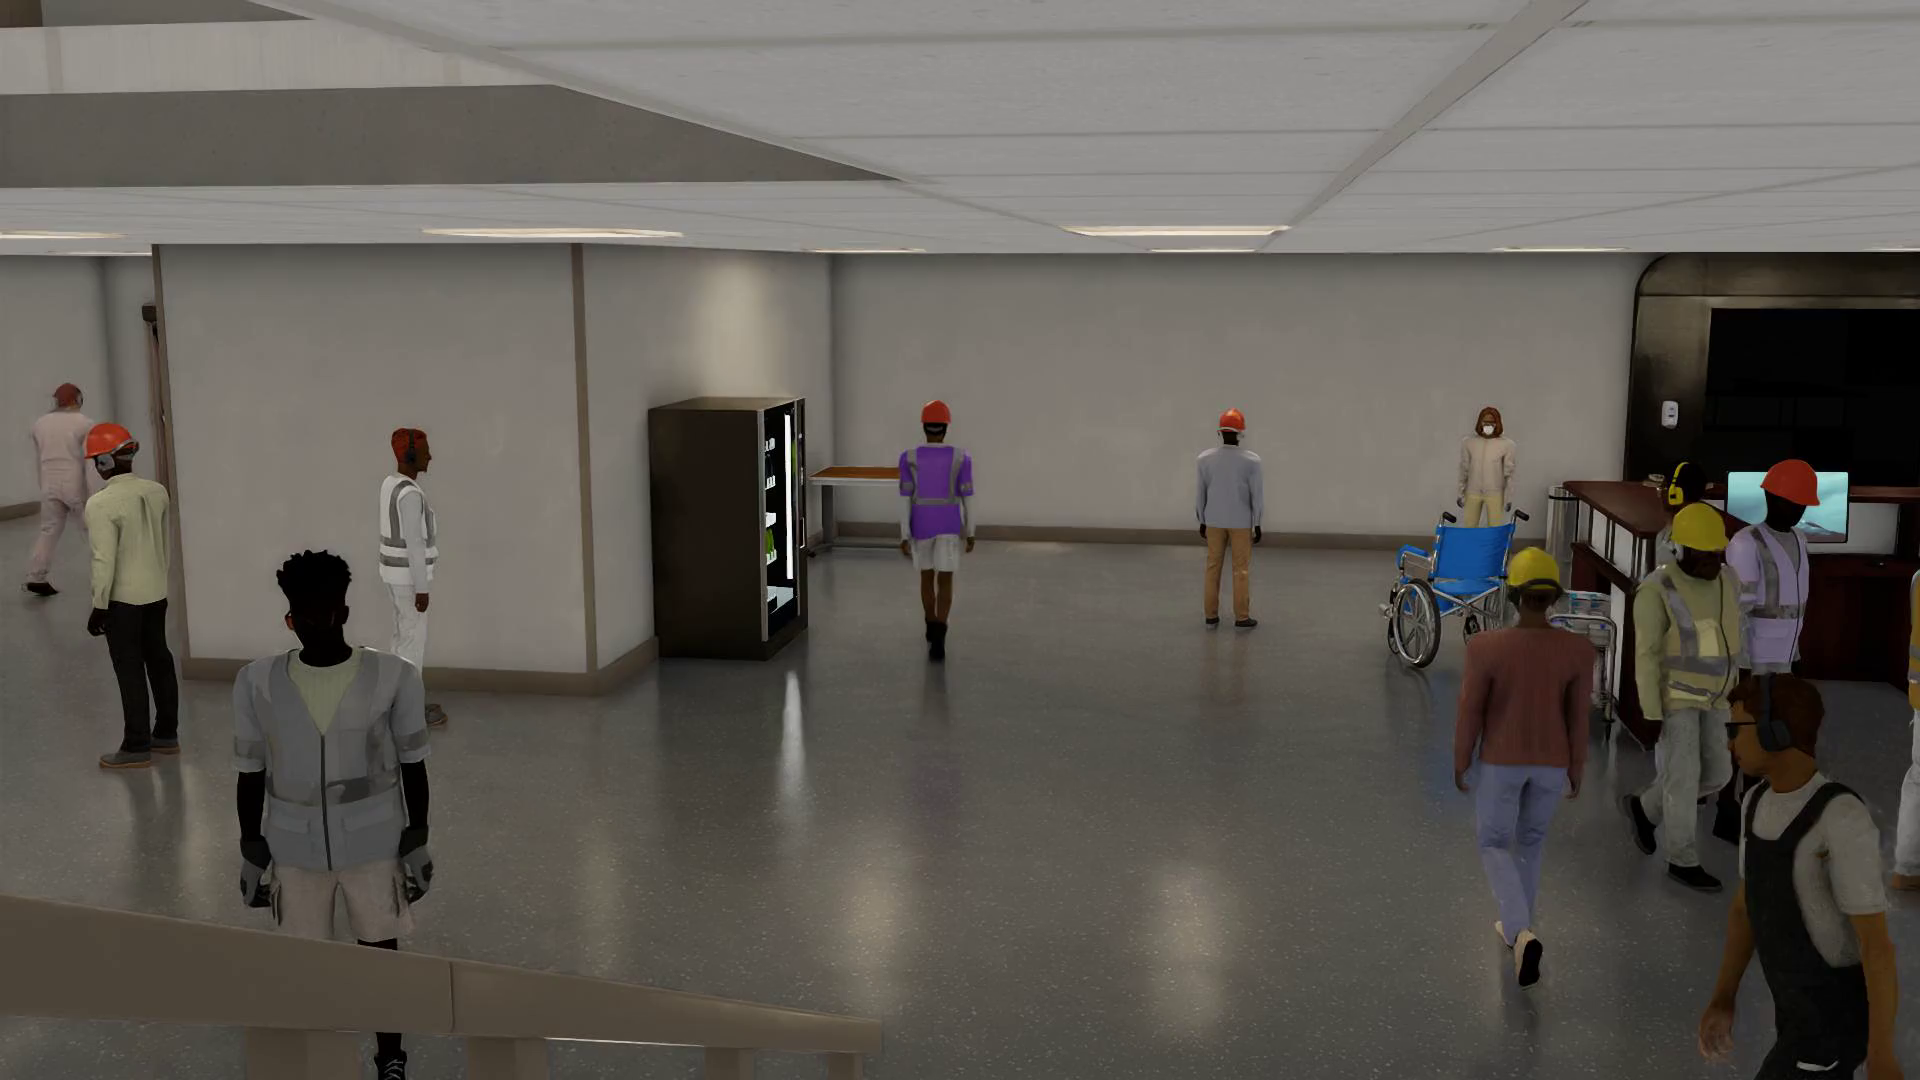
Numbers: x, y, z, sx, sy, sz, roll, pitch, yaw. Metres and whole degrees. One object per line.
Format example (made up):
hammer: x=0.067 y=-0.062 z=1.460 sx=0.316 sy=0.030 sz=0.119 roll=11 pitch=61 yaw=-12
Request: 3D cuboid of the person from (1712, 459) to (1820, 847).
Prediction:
person: x=4.020 y=0.557 z=8.250 sx=0.542 sy=1.930 sz=0.374 roll=-6 pitch=11 yaw=-34

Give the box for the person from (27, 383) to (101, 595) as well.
person: x=-7.921 y=-0.454 z=14.773 sx=0.690 sy=1.858 sz=1.015 roll=1 pitch=9 yaw=6

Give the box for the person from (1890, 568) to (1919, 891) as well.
person: x=4.442 y=0.752 z=7.366 sx=0.429 sy=1.837 sz=0.629 roll=0 pitch=9 yaw=2

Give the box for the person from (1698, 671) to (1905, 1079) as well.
person: x=2.157 y=1.256 z=4.364 sx=0.683 sy=1.790 sz=0.604 roll=2 pitch=9 yaw=9

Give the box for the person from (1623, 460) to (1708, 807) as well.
person: x=3.770 y=0.514 z=8.740 sx=0.514 sy=1.861 sz=0.321 roll=-6 pitch=11 yaw=-32

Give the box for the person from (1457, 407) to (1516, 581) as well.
person: x=4.767 y=-0.396 z=15.082 sx=0.504 sy=1.627 sz=0.285 roll=5 pitch=11 yaw=29

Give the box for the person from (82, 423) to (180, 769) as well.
person: x=-4.776 y=0.317 z=9.553 sx=0.390 sy=1.986 sz=0.609 roll=2 pitch=9 yaw=10

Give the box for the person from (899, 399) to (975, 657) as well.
person: x=-0.175 y=-0.097 z=12.398 sx=0.558 sy=1.900 sz=0.965 roll=0 pitch=9 yaw=2

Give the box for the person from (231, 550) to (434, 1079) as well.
person: x=-2.043 y=0.997 z=5.441 sx=0.613 sy=1.957 sz=0.361 roll=-2 pitch=9 yaw=-12

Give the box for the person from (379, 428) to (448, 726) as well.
person: x=-3.437 y=0.237 z=10.406 sx=0.351 sy=1.878 sz=0.568 roll=-6 pitch=11 yaw=-31

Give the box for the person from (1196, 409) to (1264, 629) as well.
person: x=2.155 y=-0.169 z=13.252 sx=0.566 sy=1.755 sz=0.321 roll=5 pitch=10 yaw=28

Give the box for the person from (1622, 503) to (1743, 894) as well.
person: x=3.341 y=0.705 z=7.703 sx=0.611 sy=1.811 sz=0.514 roll=-4 pitch=10 yaw=-25

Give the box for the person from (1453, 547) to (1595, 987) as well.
person: x=2.283 y=0.901 z=6.713 sx=0.528 sy=1.742 sz=0.742 roll=0 pitch=9 yaw=1
